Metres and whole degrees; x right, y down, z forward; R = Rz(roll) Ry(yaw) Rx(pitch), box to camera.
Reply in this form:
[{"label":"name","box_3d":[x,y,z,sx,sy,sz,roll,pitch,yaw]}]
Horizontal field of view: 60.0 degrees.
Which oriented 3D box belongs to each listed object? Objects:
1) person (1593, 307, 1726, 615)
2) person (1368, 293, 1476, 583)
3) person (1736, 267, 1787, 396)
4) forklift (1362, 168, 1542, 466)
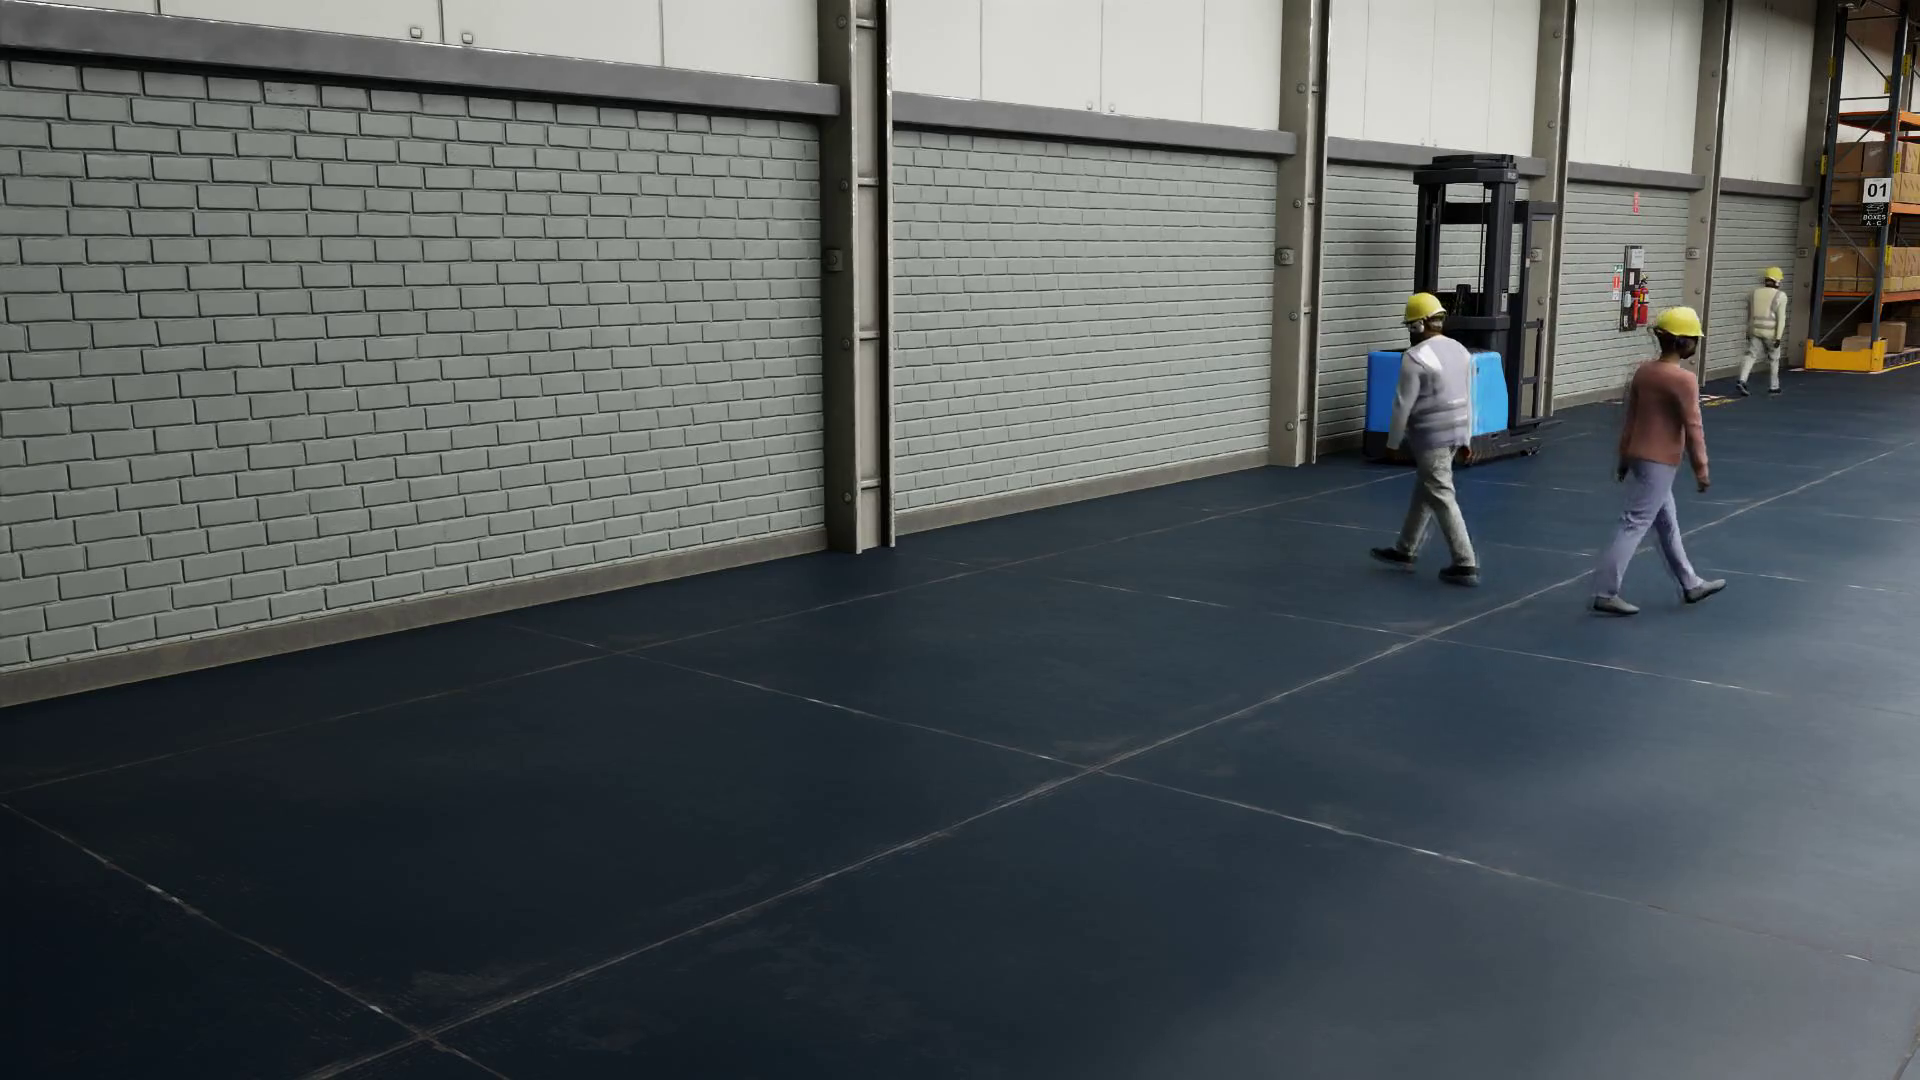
[{"label":"person","box_3d":[4.000,-0.437,9.363,0.906,1.718,0.545,-1,10,-7]},{"label":"person","box_3d":[2.933,-0.641,10.375,0.607,1.778,0.824,-9,14,-43]},{"label":"person","box_3d":[11.213,-2.908,23.227,0.879,1.803,0.594,-7,12,-36]},{"label":"forklift","box_3d":[4.875,-2.212,16.287,1.129,2.768,1.873,8,13,40]}]
